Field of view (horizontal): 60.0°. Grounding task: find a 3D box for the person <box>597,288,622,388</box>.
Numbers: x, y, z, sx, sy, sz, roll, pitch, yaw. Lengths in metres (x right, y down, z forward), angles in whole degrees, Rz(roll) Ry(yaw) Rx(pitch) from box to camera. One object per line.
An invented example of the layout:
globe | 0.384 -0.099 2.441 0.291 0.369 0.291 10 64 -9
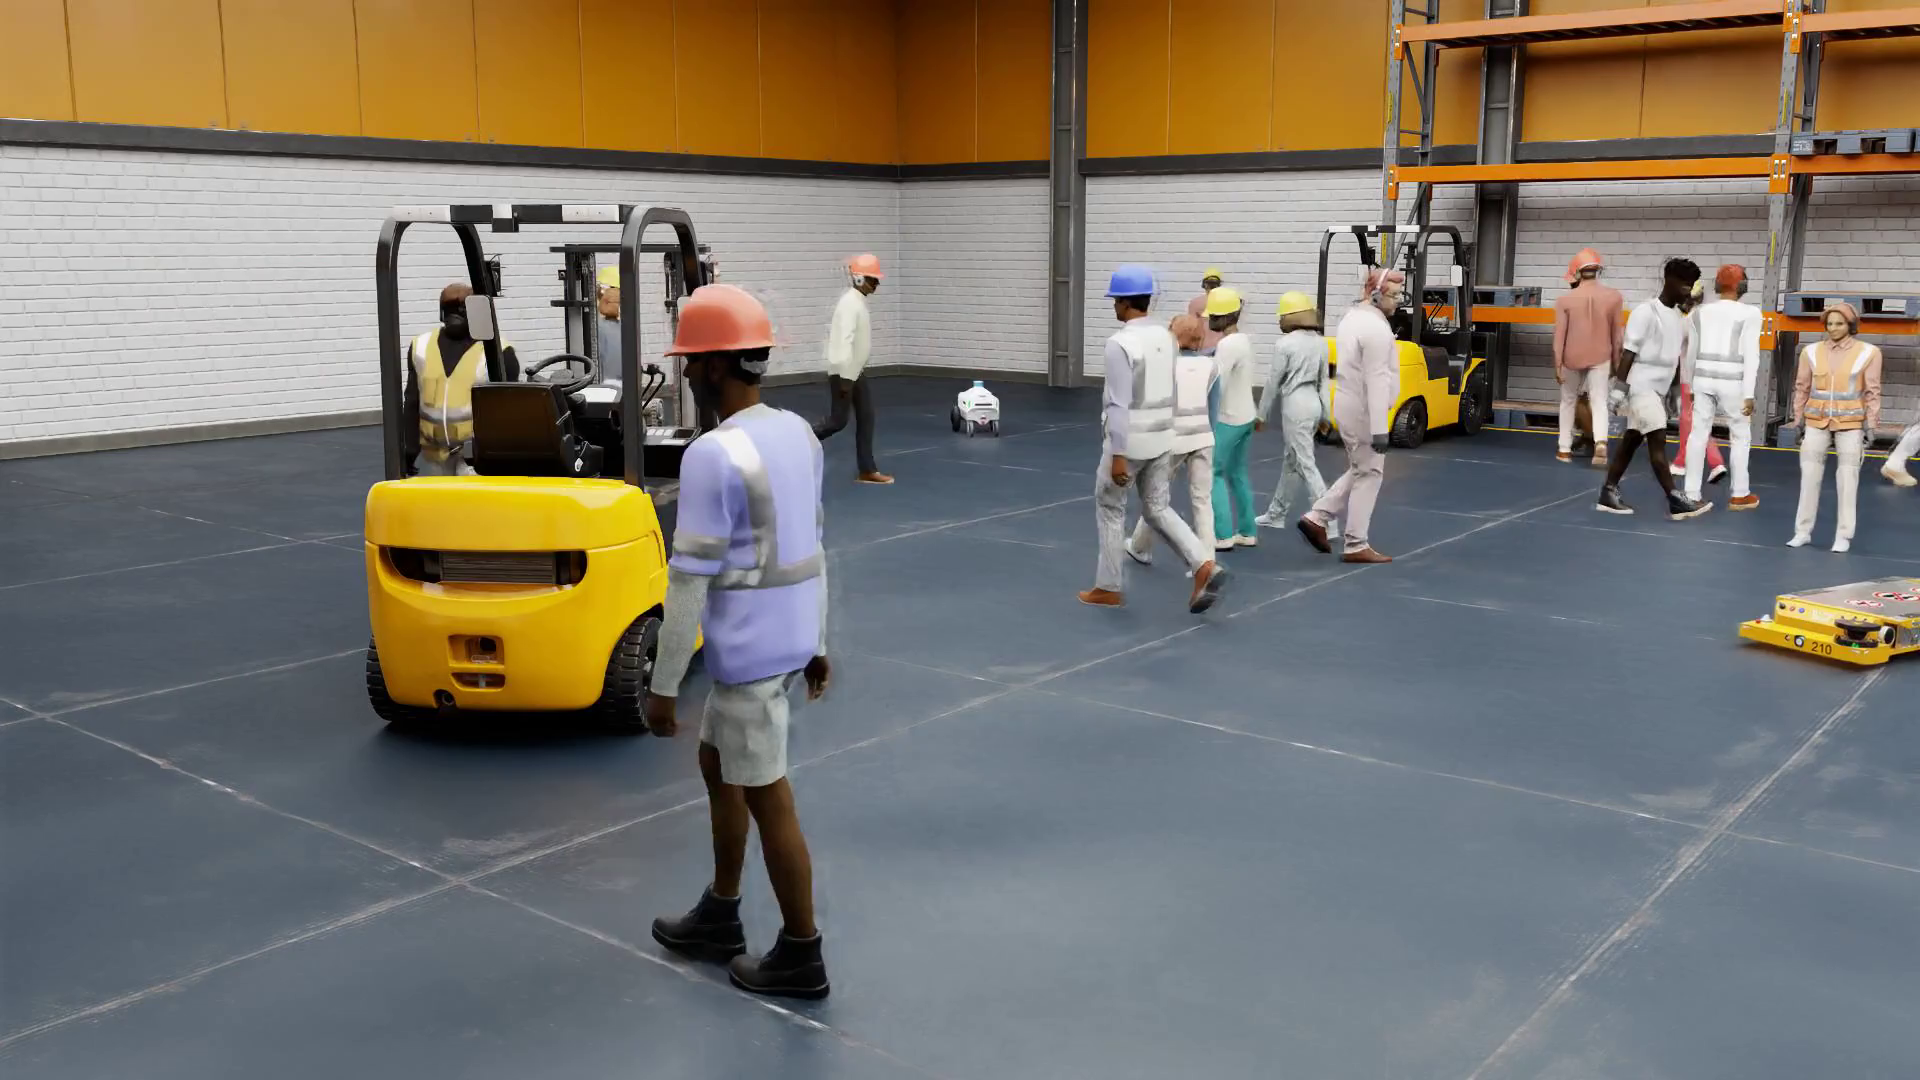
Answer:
person | -2.960 -1.359 14.362 0.341 1.620 0.519 4 11 21

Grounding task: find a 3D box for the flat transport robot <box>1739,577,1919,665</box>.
flat transport robot | 4.714 0.390 8.443 1.431 0.197 0.652 -6 12 -29

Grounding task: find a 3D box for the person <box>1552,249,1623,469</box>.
person | 5.655 -1.634 14.977 0.615 1.963 0.944 2 10 11

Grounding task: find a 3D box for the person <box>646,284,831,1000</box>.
person | -0.668 0.286 4.456 0.751 1.912 0.581 4 11 20

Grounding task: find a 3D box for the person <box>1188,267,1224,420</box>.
person | 2.726 -2.093 18.147 0.541 1.732 0.698 0 10 1

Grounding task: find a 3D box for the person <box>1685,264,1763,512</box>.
person | 5.754 -1.130 12.484 0.845 1.845 0.604 -7 13 -36

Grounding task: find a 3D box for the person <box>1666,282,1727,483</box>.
person | 6.225 -1.340 14.017 0.522 1.715 0.747 -7 13 -35

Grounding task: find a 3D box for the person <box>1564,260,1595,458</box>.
person | 5.848 -1.713 15.630 0.403 1.881 0.759 5 11 24

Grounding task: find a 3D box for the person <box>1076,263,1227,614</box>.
person | 1.034 -0.525 8.985 0.842 1.918 0.613 9 14 42

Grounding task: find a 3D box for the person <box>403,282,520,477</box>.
person | -2.742 -0.527 9.271 0.614 1.818 0.865 1 10 7

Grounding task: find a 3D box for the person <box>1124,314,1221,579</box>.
person | 1.323 -0.572 10.120 0.517 1.583 0.875 -4 11 -22

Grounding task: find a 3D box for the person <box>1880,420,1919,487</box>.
person | 7.969 -1.269 13.434 0.655 1.804 0.924 -6 12 -31

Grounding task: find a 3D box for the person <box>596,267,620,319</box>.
person | -3.197 -1.535 14.897 0.480 1.793 0.656 1 10 4

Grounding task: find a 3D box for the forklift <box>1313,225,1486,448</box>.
forklift | 4.449 -2.115 16.993 1.214 2.155 2.313 8 13 38

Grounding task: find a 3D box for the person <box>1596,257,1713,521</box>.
person | 5.122 -1.092 12.135 0.680 1.902 0.978 -10 14 -43

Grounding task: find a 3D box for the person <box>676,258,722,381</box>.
person | -2.089 -1.294 13.273 0.486 1.895 0.661 0 10 -1

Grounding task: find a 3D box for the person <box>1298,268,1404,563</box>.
person | 2.490 -0.760 10.411 0.510 1.872 0.665 0 10 -2

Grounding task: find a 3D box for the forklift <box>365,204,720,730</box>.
forklift | -1.766 -0.406 7.525 1.214 2.155 2.313 1 10 7

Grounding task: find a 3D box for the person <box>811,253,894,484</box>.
person | -1.042 -1.411 13.844 0.893 1.941 0.628 2 10 8

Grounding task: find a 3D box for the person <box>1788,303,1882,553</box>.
person | 5.747 -0.737 10.926 0.523 1.631 0.329 10 14 43

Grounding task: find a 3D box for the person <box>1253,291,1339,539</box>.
person | 2.332 -0.855 11.430 0.497 1.699 0.885 -9 13 -39

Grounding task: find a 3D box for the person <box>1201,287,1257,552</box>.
person | 1.730 -0.770 10.837 0.429 1.738 0.553 4 11 22

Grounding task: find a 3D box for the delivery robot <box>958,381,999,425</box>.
delivery robot | 0.192 -1.426 17.457 0.477 0.478 0.707 -1 10 -8
